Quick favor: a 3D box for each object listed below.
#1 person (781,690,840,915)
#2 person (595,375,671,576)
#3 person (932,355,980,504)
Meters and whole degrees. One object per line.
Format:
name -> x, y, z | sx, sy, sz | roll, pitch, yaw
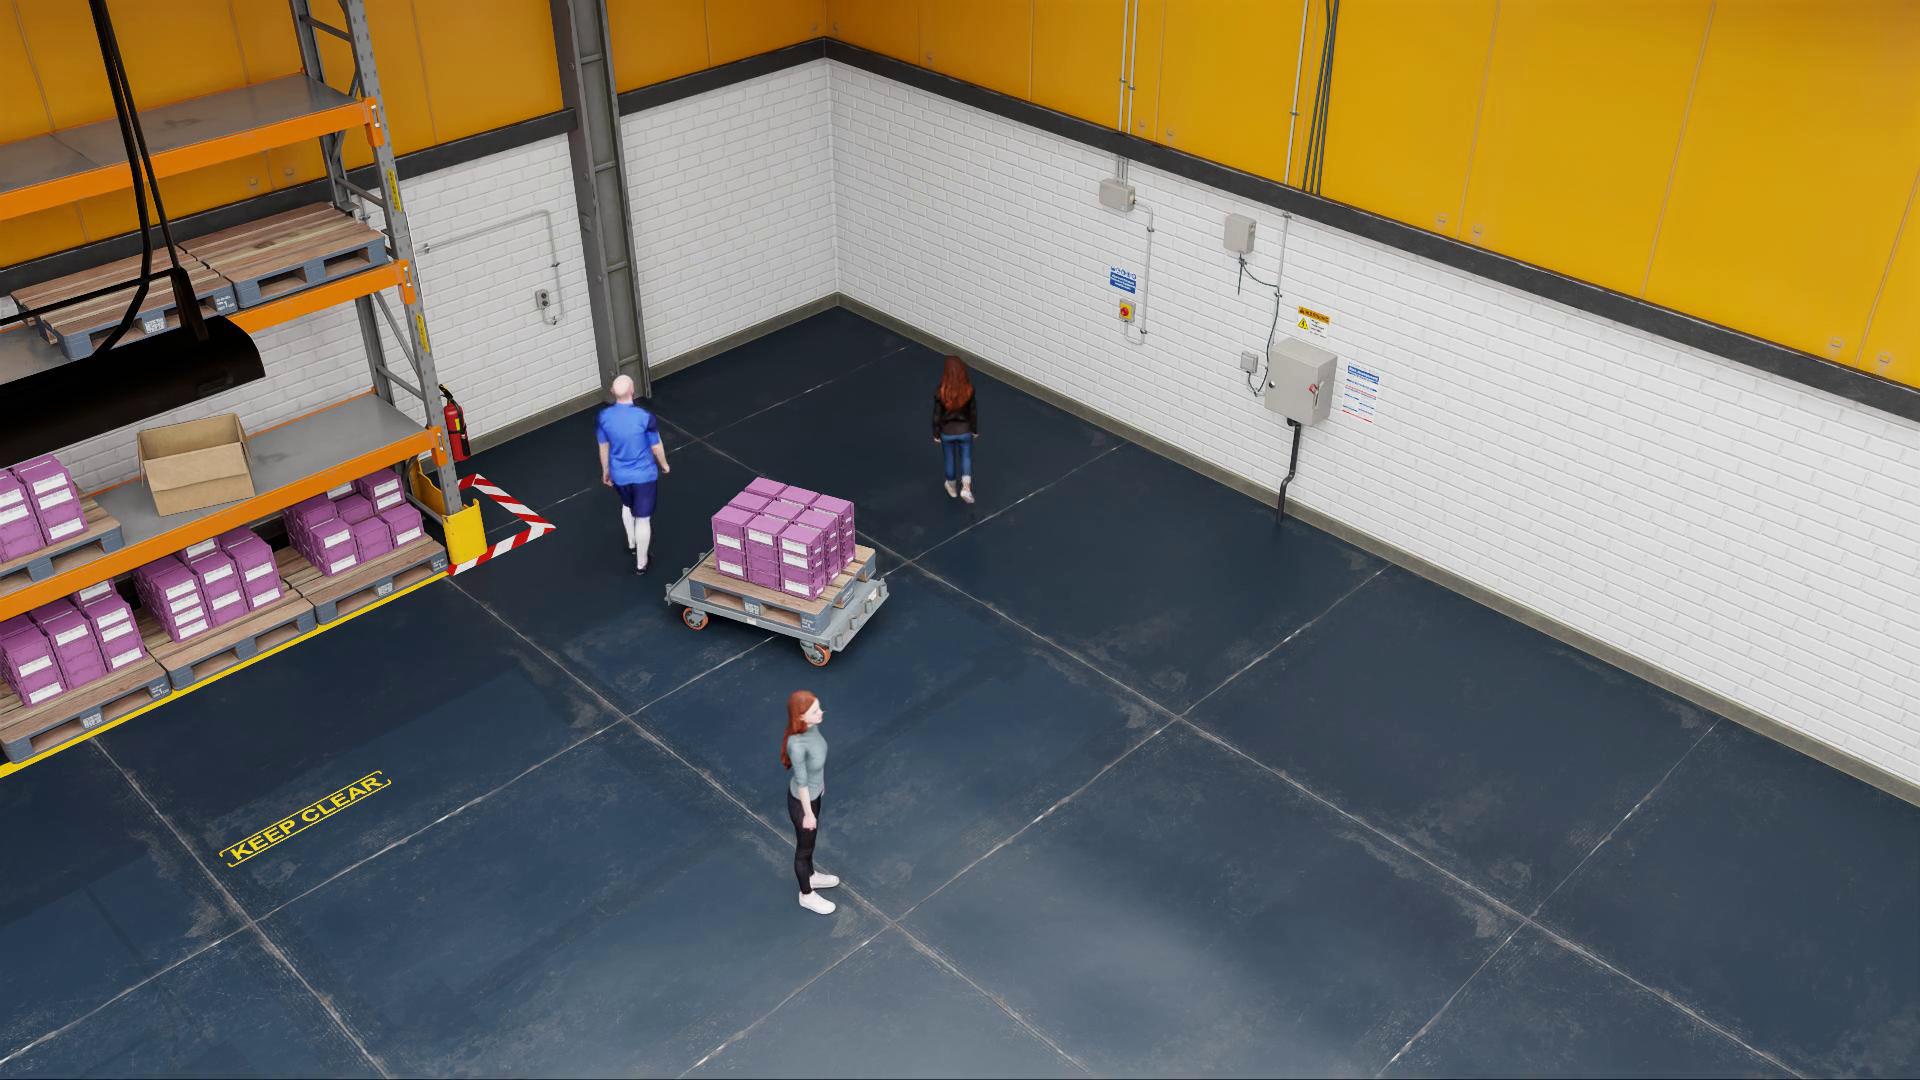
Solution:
person -> -0.986, 1.667, 10.740 | 0.729, 1.743, 0.656 | 3, 34, 4
person -> -2.760, -0.506, 13.937 | 0.876, 1.824, 0.943 | 6, 34, 9
person -> -0.020, -0.965, 14.943 | 0.837, 1.474, 0.870 | -5, 34, -7
